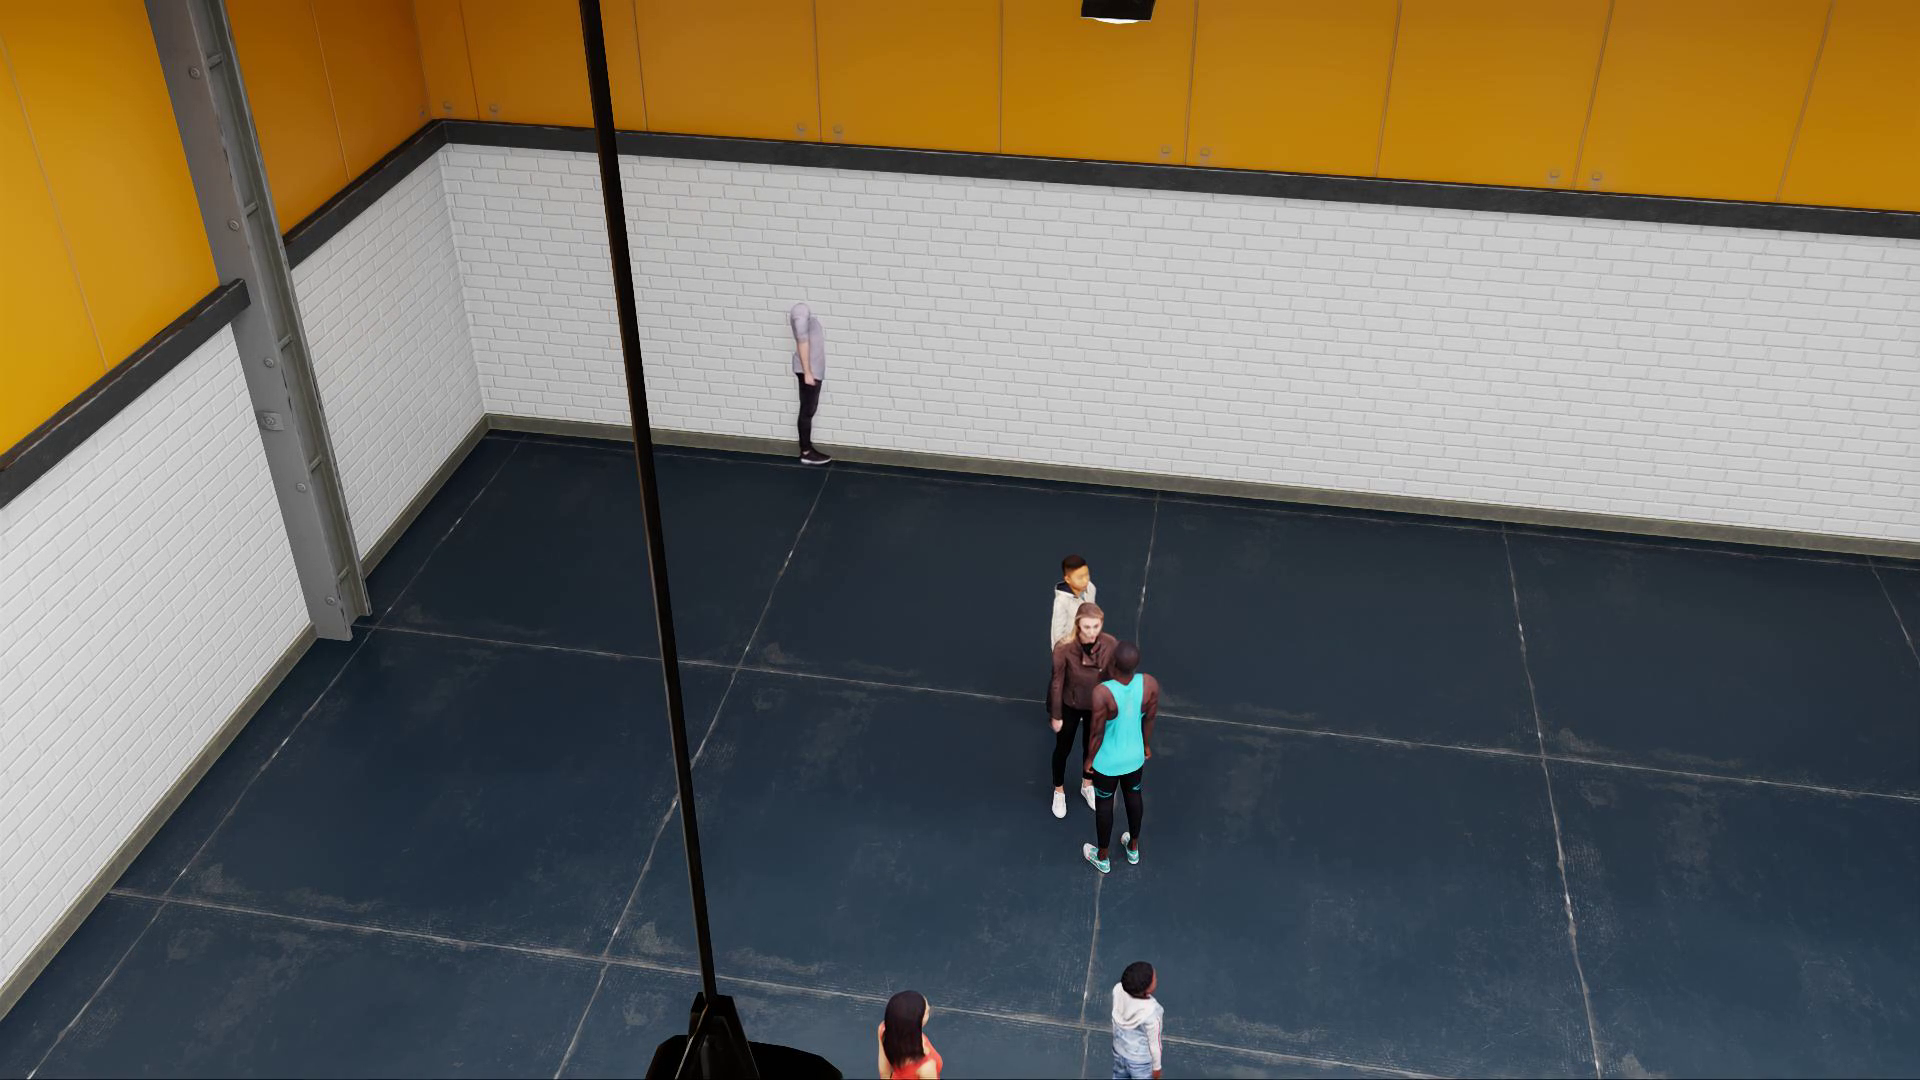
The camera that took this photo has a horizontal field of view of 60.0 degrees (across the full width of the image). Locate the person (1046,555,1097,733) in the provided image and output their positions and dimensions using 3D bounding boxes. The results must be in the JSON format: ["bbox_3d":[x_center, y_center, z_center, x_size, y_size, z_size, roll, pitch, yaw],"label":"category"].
[{"bbox_3d":[0.791,0.728,11.896,0.720,1.455,0.615,26,41,33],"label":"person"}]

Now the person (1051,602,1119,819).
[{"bbox_3d":[0.816,1.105,11.105,0.669,1.703,0.635,-6,34,-9],"label":"person"}]

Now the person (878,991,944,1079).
[{"bbox_3d":[-0.237,2.892,8.403,0.704,1.719,0.671,-28,43,-35],"label":"person"}]

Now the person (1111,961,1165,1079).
[{"bbox_3d":[0.951,2.750,9.030,0.624,1.261,0.569,-25,41,-32],"label":"person"}]

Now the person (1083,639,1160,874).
[{"bbox_3d":[1.018,1.374,10.603,0.680,1.811,0.674,-11,35,-16],"label":"person"}]

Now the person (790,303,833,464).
[{"bbox_3d":[-1.361,-1.590,15.040,0.749,1.836,0.565,1,34,2],"label":"person"}]
